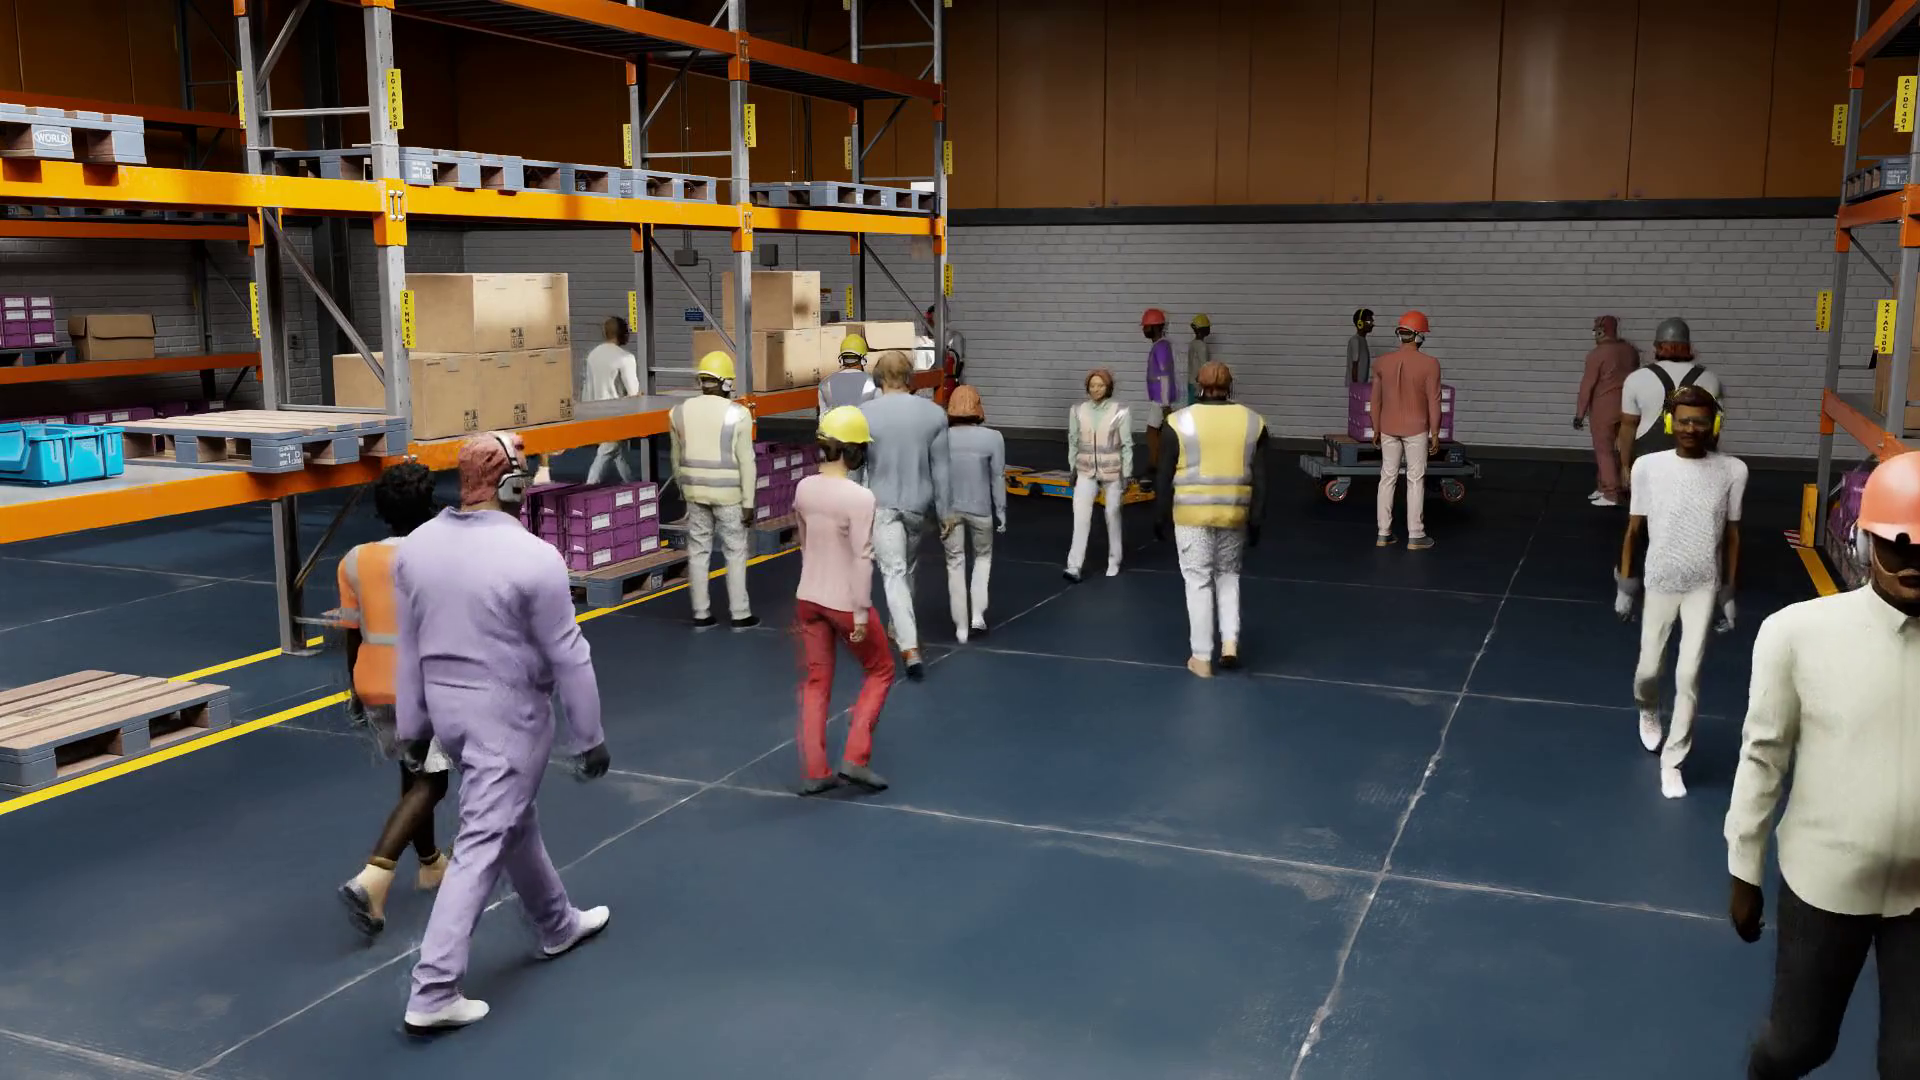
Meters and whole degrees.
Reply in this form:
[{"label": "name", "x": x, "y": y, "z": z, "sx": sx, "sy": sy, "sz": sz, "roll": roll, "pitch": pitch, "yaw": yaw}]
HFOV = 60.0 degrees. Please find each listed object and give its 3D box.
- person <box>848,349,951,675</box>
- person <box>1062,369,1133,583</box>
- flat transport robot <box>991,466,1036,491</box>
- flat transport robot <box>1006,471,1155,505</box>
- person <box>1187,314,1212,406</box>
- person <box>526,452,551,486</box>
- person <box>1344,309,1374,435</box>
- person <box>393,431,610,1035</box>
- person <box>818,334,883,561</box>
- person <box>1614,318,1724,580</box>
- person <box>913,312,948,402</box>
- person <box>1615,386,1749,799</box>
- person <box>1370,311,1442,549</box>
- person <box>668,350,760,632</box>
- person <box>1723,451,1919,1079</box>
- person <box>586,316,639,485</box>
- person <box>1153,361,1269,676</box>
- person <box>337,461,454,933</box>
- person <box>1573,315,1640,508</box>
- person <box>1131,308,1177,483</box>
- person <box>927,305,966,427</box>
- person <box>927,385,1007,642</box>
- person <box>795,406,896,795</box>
[{"label": "person", "x": -0.360, "y": -0.174, "z": 9.804, "sx": 0.631, "sy": 1.886, "sz": 1.046, "roll": -3, "pitch": 10, "yaw": -18}, {"label": "person", "x": 1.029, "y": -0.469, "z": 12.433, "sx": 0.539, "sy": 1.593, "sz": 0.871, "roll": 4, "pitch": 10, "yaw": 21}, {"label": "flat transport robot", "x": 0.154, "y": -0.707, "z": 17.874, "sx": 0.652, "sy": 0.197, "sz": 1.431, "roll": -7, "pitch": 12, "yaw": -36}, {"label": "flat transport robot", "x": 1.215, "y": -0.541, "z": 16.871, "sx": 1.431, "sy": 0.197, "sz": 0.652, "roll": 8, "pitch": 12, "yaw": 41}, {"label": "person", "x": 2.994, "y": -1.930, "z": 20.760, "sx": 0.302, "sy": 1.772, "sz": 0.530, "roll": -2, "pitch": 10, "yaw": -12}, {"label": "person", "x": -4.784, "y": -1.569, "z": 17.800, "sx": 0.788, "sy": 2.020, "sz": 0.640, "roll": -5, "pitch": 11, "yaw": -28}, {"label": "person", "x": 4.657, "y": -1.758, "z": 19.410, "sx": 0.331, "sy": 1.872, "sz": 0.513, "roll": 3, "pitch": 10, "yaw": 19}, {"label": "person", "x": -1.461, "y": 0.578, "z": 5.322, "sx": 0.664, "sy": 1.853, "sz": 1.009, "roll": 6, "pitch": 11, "yaw": 30}, {"label": "person", "x": -0.841, "y": -0.736, "z": 13.366, "sx": 0.588, "sy": 1.827, "sz": 0.403, "roll": 3, "pitch": 10, "yaw": 18}, {"label": "person", "x": 5.036, "y": -0.605, "z": 11.908, "sx": 0.693, "sy": 2.000, "sz": 0.974, "roll": 2, "pitch": 10, "yaw": 10}, {"label": "person", "x": -0.465, "y": -1.671, "z": 18.928, "sx": 0.735, "sy": 1.849, "sz": 0.639, "roll": 5, "pitch": 11, "yaw": 30}, {"label": "person", "x": 3.289, "y": 0.205, "z": 7.625, "sx": 0.514, "sy": 1.847, "sz": 0.722, "roll": 4, "pitch": 10, "yaw": 21}, {"label": "person", "x": 3.756, "y": -0.923, "z": 13.975, "sx": 0.621, "sy": 1.992, "sz": 0.397, "roll": 8, "pitch": 12, "yaw": 40}, {"label": "person", "x": -1.579, "y": -0.303, "z": 10.716, "sx": 0.609, "sy": 1.828, "sz": 0.404, "roll": 3, "pitch": 10, "yaw": 16}, {"label": "person", "x": 2.112, "y": 0.758, "z": 3.872, "sx": 0.625, "sy": 1.974, "sz": 0.771, "roll": 3, "pitch": 10, "yaw": 16}, {"label": "person", "x": -3.311, "y": -1.204, "z": 16.037, "sx": 0.655, "sy": 1.884, "sz": 1.036, "roll": 9, "pitch": 13, "yaw": 43}, {"label": "person", "x": 1.443, "y": -0.123, "z": 9.644, "sx": 0.620, "sy": 1.821, "sz": 0.461, "roll": -1, "pitch": 9, "yaw": -9}, {"label": "person", "x": -2.026, "y": 0.557, "z": 6.002, "sx": 0.538, "sy": 1.670, "sz": 0.750, "roll": 3, "pitch": 10, "yaw": 18}, {"label": "person", "x": 6.315, "y": -1.269, "z": 16.397, "sx": 0.668, "sy": 1.878, "sz": 0.654, "roll": -5, "pitch": 11, "yaw": -29}, {"label": "person", "x": 2.299, "y": -1.563, "z": 18.119, "sx": 0.776, "sy": 1.917, "sz": 0.560, "roll": 1, "pitch": 9, "yaw": 7}, {"label": "person", "x": -0.207, "y": -1.895, "z": 20.151, "sx": 0.618, "sy": 1.895, "sz": 0.872, "roll": 8, "pitch": 13, "yaw": 41}, {"label": "person", "x": 0.037, "y": -0.179, "z": 10.574, "sx": 0.529, "sy": 1.612, "sz": 0.521, "roll": 0, "pitch": 9, "yaw": 2}, {"label": "person", "x": -0.531, "y": 0.278, "z": 7.448, "sx": 0.527, "sy": 1.752, "sz": 0.464, "roll": 8, "pitch": 12, "yaw": 40}]
